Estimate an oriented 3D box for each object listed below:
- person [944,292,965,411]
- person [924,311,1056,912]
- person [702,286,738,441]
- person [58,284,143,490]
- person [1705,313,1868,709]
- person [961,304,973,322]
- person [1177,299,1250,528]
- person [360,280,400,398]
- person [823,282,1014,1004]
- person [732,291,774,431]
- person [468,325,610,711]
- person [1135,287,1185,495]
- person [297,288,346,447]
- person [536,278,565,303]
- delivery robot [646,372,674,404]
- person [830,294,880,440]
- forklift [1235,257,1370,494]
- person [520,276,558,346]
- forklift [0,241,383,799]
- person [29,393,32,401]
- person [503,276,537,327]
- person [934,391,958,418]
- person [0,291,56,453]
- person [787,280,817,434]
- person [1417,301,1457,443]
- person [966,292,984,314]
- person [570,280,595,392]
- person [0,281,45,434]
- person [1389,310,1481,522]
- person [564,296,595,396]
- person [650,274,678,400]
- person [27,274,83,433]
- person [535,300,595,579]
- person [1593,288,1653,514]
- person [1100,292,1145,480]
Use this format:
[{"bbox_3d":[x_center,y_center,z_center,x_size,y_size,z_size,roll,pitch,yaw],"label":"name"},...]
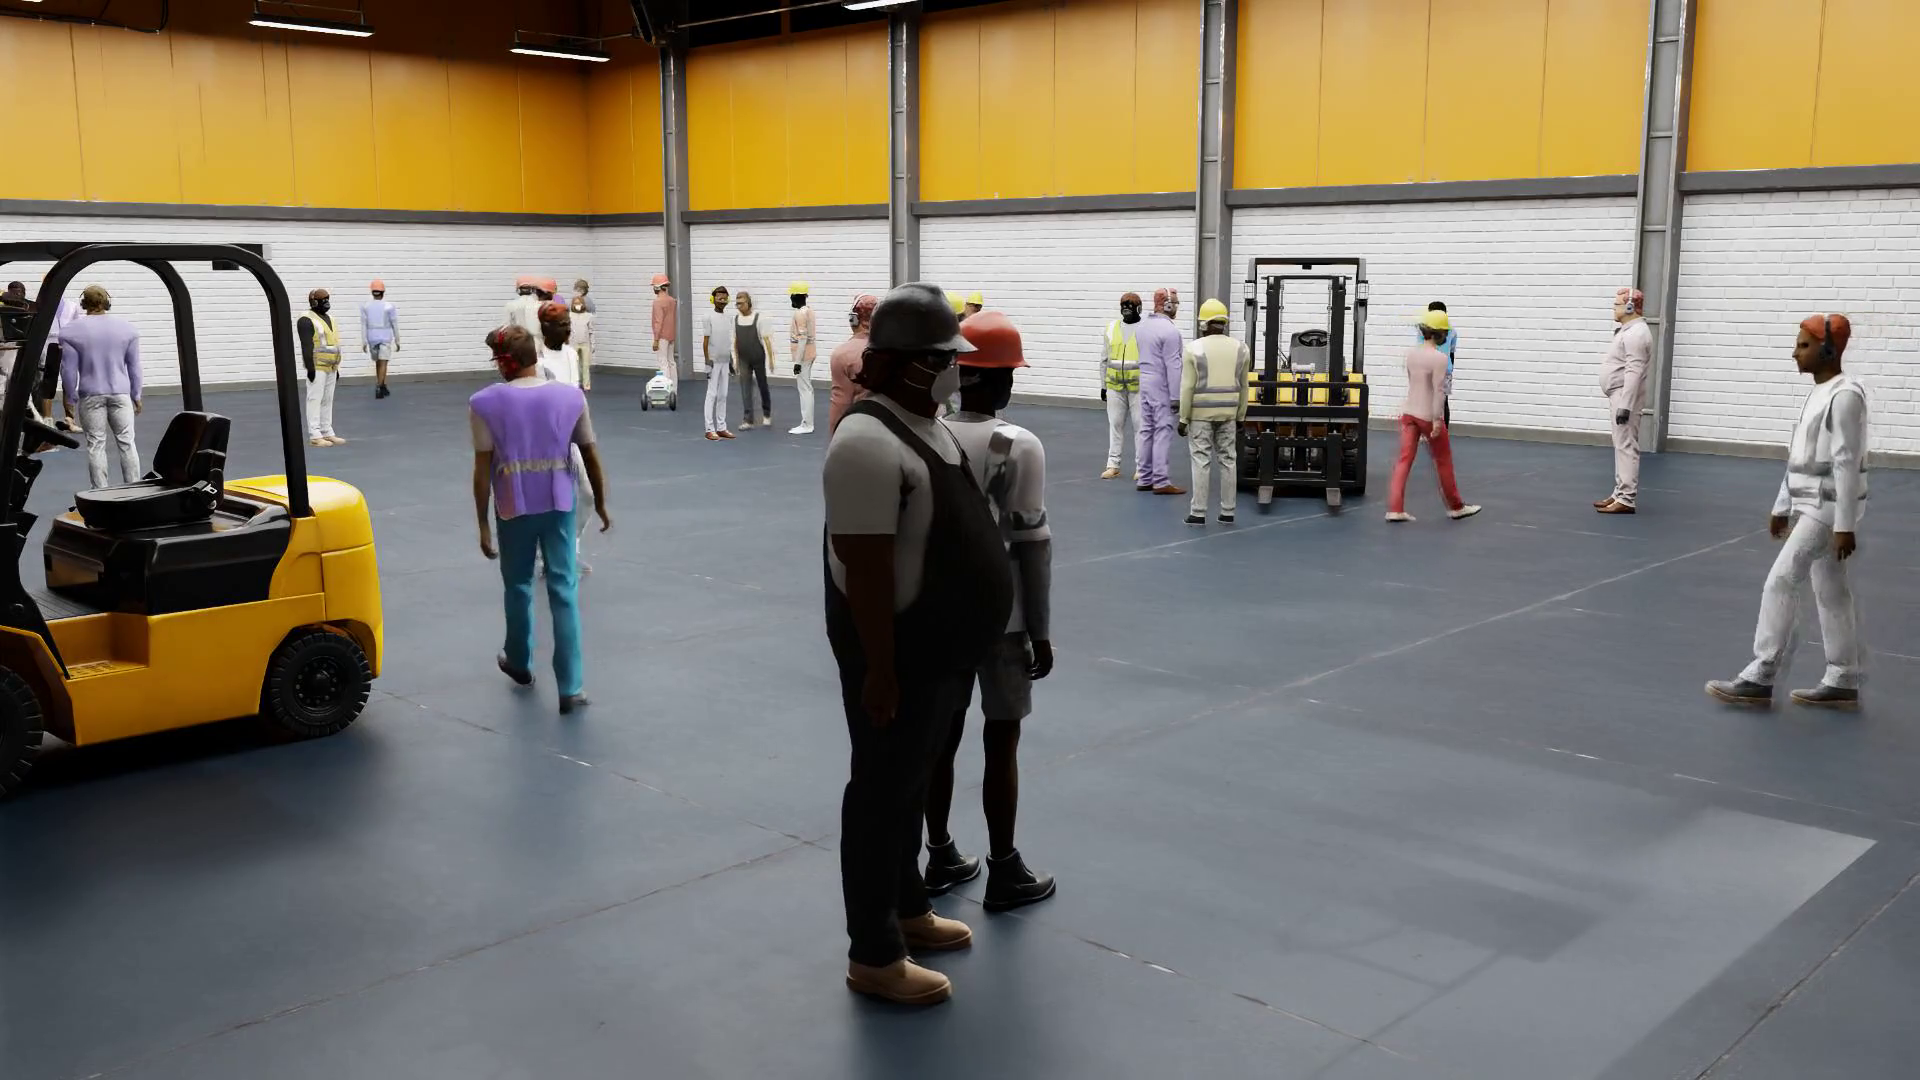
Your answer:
[{"bbox_3d":[0.033,-0.951,12.807,0.482,1.895,0.656,9,13,43],"label":"person"},{"bbox_3d":[0.073,0.232,5.404,0.552,1.937,0.356,7,11,35],"label":"person"},{"bbox_3d":[-2.909,-2.143,20.194,0.335,1.865,0.519,6,11,34],"label":"person"},{"bbox_3d":[-7.387,-1.228,14.351,0.627,1.940,0.376,-6,11,-33],"label":"person"},{"bbox_3d":[3.905,-0.125,7.828,0.817,1.857,0.617,3,10,18],"label":"person"},{"bbox_3d":[0.078,-2.200,21.290,0.445,1.619,0.524,5,10,27],"label":"person"},{"bbox_3d":[2.018,-1.008,13.338,0.603,1.828,0.404,-3,10,-17],"label":"person"},{"bbox_3d":[-9.347,-3.233,26.788,0.558,1.900,0.966,-1,9,-6],"label":"person"},{"bbox_3d":[-0.112,0.277,4.816,0.535,2.000,0.684,2,9,12],"label":"person"},{"bbox_3d":[-2.670,-2.331,21.592,0.597,1.788,0.989,2,10,13],"label":"person"},{"bbox_3d":[-2.011,-0.125,8.010,0.687,1.796,0.918,-4,10,-22],"label":"person"},{"bbox_3d":[1.866,-1.365,15.320,0.402,1.903,0.641,-4,10,-23],"label":"person"},{"bbox_3d":[-7.467,-2.017,19.486,0.430,1.845,0.624,2,9,10],"label":"person"},{"bbox_3d":[-7.744,-4.015,31.526,0.564,1.908,0.458,-2,10,-13],"label":"person"},{"bbox_3d":[-4.417,-2.240,24.502,0.477,0.478,0.707,-1,9,-4],"label":"delivery robot"},{"bbox_3d":[-0.617,-0.662,10.983,0.642,1.909,0.410,-8,12,-41],"label":"person"},{"bbox_3d":[3.309,-1.629,16.029,1.214,2.155,2.313,2,9,11],"label":"forklift"},{"bbox_3d":[-5.532,-2.411,21.514,0.661,1.987,1.066,5,10,28],"label":"person"},{"bbox_3d":[-3.706,-0.171,7.093,1.214,2.155,2.313,9,13,43],"label":"forklift"},{"bbox_3d":[-14.164,-2.808,24.970,0.278,1.634,0.498,7,11,35],"label":"person"},{"bbox_3d":[-6.308,-2.832,24.105,0.641,1.961,0.817,-6,11,-32],"label":"person"},{"bbox_3d":[-0.280,-0.702,12.130,0.522,1.624,0.620,-4,10,-24],"label":"person"},{"bbox_3d":[-10.699,-1.873,18.686,0.972,1.815,0.530,-1,9,-3],"label":"person"},{"bbox_3d":[-1.999,-2.296,20.932,0.374,1.926,0.601,0,9,2],"label":"person"},{"bbox_3d":[5.681,-2.003,19.875,0.537,1.691,0.321,-3,10,-19],"label":"person"},{"bbox_3d":[0.179,-2.446,22.361,0.329,1.764,0.524,4,10,24],"label":"person"},{"bbox_3d":[-6.341,-3.361,27.637,0.486,1.906,0.674,-7,12,-38],"label":"person"},{"bbox_3d":[-11.666,-2.255,20.713,0.600,1.917,0.377,-5,11,-28],"label":"person"},{"bbox_3d":[3.882,-1.004,13.612,0.854,1.727,0.540,-4,10,-24],"label":"person"},{"bbox_3d":[-6.208,-3.164,27.156,0.501,1.632,0.280,-2,10,-15],"label":"person"},{"bbox_3d":[-4.646,-3.155,25.995,0.396,1.992,0.622,3,10,15],"label":"person"},{"bbox_3d":[-11.286,-2.330,20.820,0.404,2.033,0.609,8,12,42],"label":"person"},{"bbox_3d":[-2.621,-0.644,10.992,0.471,1.862,0.607,3,10,19],"label":"person"},{"bbox_3d":[5.634,-1.177,14.141,0.407,1.908,0.642,3,10,18],"label":"person"},{"bbox_3d":[1.665,-1.509,16.373,0.627,1.844,0.429,4,10,23],"label":"person"}]
